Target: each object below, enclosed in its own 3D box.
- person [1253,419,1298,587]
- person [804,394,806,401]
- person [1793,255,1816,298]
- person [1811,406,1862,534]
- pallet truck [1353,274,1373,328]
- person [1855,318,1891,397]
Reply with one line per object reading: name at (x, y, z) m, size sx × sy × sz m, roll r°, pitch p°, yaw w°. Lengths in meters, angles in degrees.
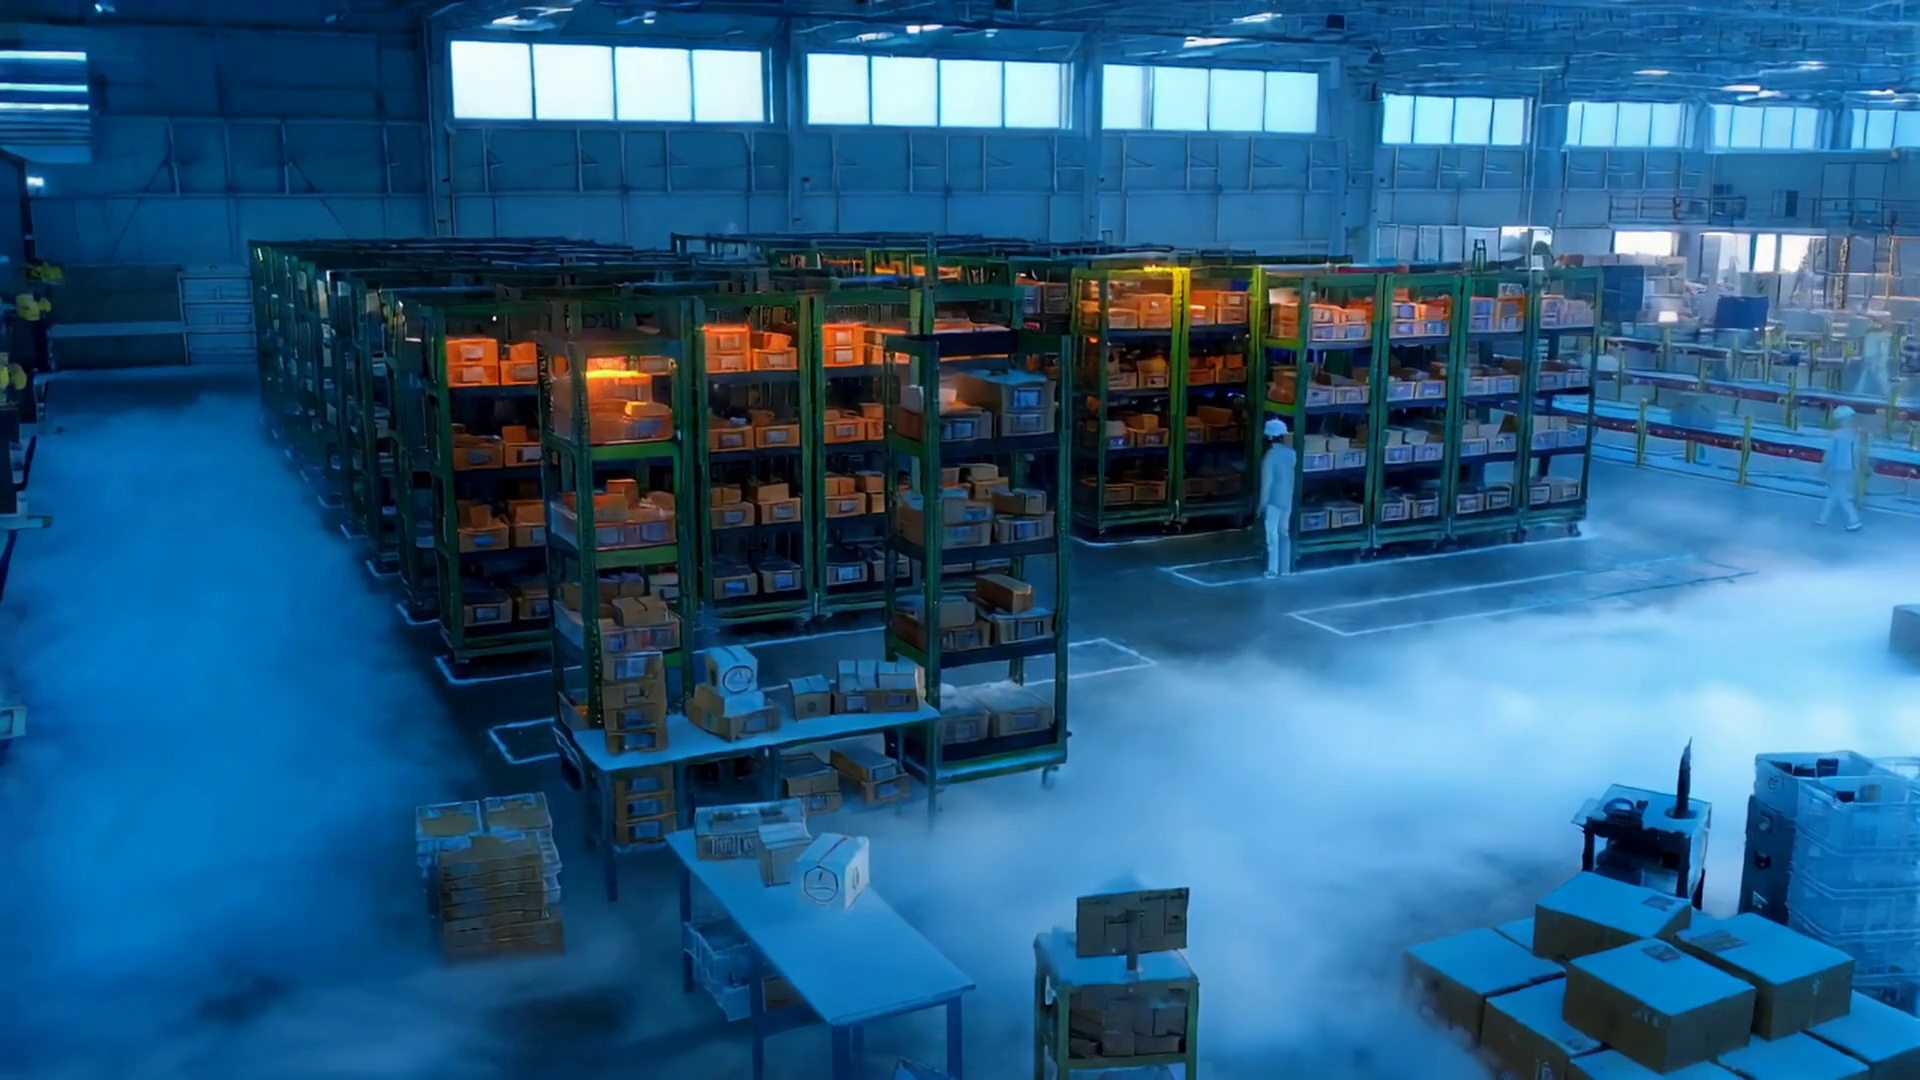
person at (3.731, -0.440, 19.676) m, size 0.389 × 1.986 × 0.608 m, roll 11°, pitch 16°, yaw 42°
person at (-2.482, -2.331, 28.992) m, size 0.575 × 1.822 × 0.864 m, roll -11°, pitch 16°, yaw -42°
person at (35.538, -11.090, 69.937) m, size 0.537 × 1.790 × 0.972 m, roll -8°, pitch 14°, yaw -32°
person at (12.094, -0.968, 22.761) m, size 0.530 × 1.731 × 0.883 m, roll -5°, pitch 13°, yaw -21°
pallet truck at (13.011, -8.050, 55.243) m, size 0.823 × 1.965 × 1.885 m, roll -7°, pitch 14°, yaw -28°
person at (19.856, -3.882, 36.093) m, size 0.980 × 1.860 × 0.659 m, roll -3°, pitch 12°, yaw -14°
